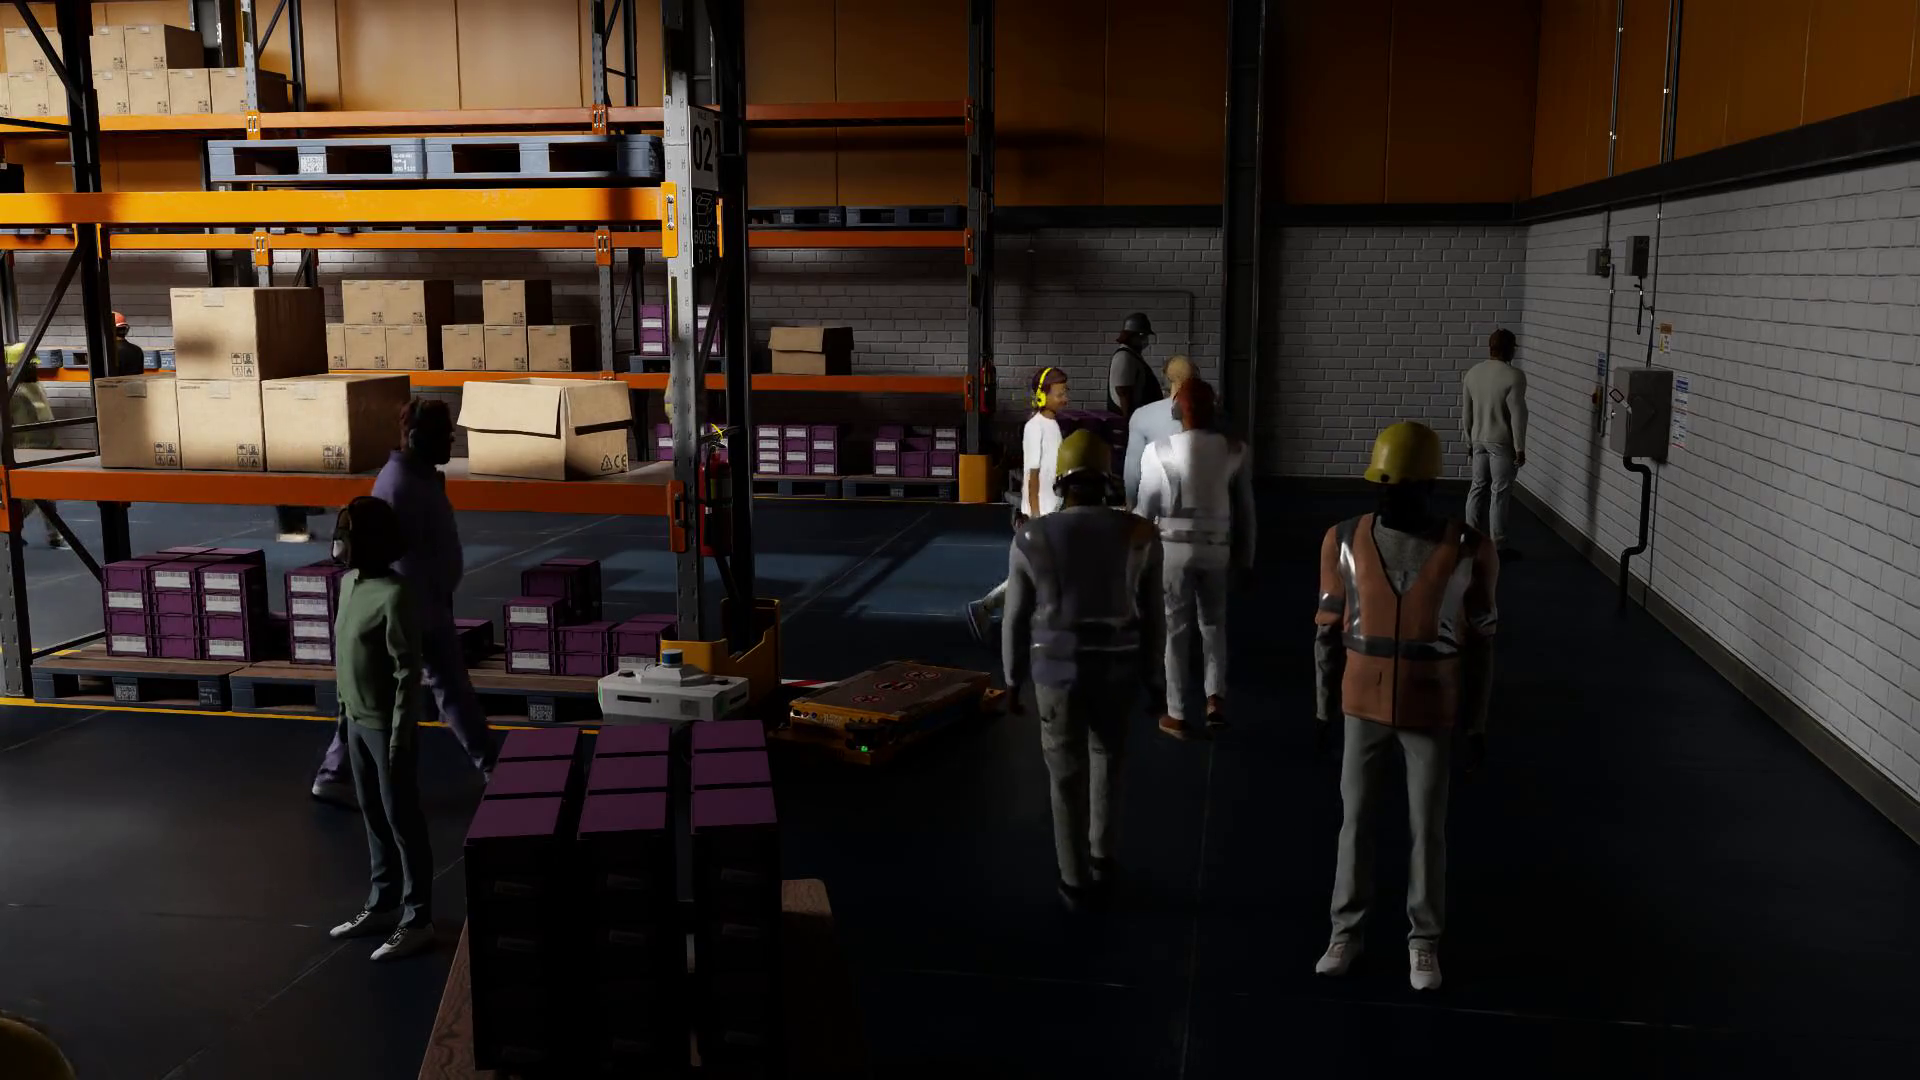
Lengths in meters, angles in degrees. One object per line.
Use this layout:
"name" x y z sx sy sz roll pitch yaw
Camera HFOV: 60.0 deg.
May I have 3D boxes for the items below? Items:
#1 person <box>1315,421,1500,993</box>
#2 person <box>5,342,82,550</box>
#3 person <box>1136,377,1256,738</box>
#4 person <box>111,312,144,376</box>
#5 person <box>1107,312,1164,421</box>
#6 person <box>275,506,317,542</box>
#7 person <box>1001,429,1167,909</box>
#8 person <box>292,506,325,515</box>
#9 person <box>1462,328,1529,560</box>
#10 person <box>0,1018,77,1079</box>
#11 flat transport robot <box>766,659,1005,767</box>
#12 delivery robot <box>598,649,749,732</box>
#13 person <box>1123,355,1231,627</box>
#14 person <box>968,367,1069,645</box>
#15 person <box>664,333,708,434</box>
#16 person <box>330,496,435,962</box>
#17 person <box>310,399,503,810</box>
"person" 1.477 0.558 5.579 0.591 1.923 0.382 4 10 23
"person" -8.071 -0.811 14.435 0.765 1.807 0.600 -1 9 -3
"person" 1.210 0.098 8.598 0.615 1.868 0.428 -1 9 -7
"person" -8.844 -1.411 17.596 0.392 1.990 0.611 1 9 4
"person" 1.656 -1.124 15.657 0.535 2.000 0.684 1 9 7
"person" -5.911 -0.875 14.756 0.441 1.830 0.549 2 9 12
"person" 0.457 0.475 6.420 0.620 1.815 0.610 -1 9 -6
"person" -6.543 -1.212 16.522 0.367 1.935 0.552 -5 10 -28
"person" 4.497 -0.800 13.964 0.358 1.938 0.636 -5 11 -29
"person" -0.770 1.295 1.535 0.941 1.756 0.619 0 9 2
"flat transport robot" -0.371 0.877 8.720 0.652 0.197 1.431 5 10 28
"delivery robot" -1.408 0.779 8.161 0.707 0.478 0.477 3 10 18
"person" 1.349 -0.214 10.495 0.636 1.889 0.974 -1 9 -4
"person" 0.458 -0.169 10.366 0.809 1.840 0.535 2 9 14
"person" -2.759 -1.199 16.797 0.431 1.826 0.653 0 9 2
"person" -2.061 0.654 5.876 0.500 1.636 0.282 9 13 44
"person" -2.442 0.295 7.477 1.030 1.849 0.683 -1 9 -7
